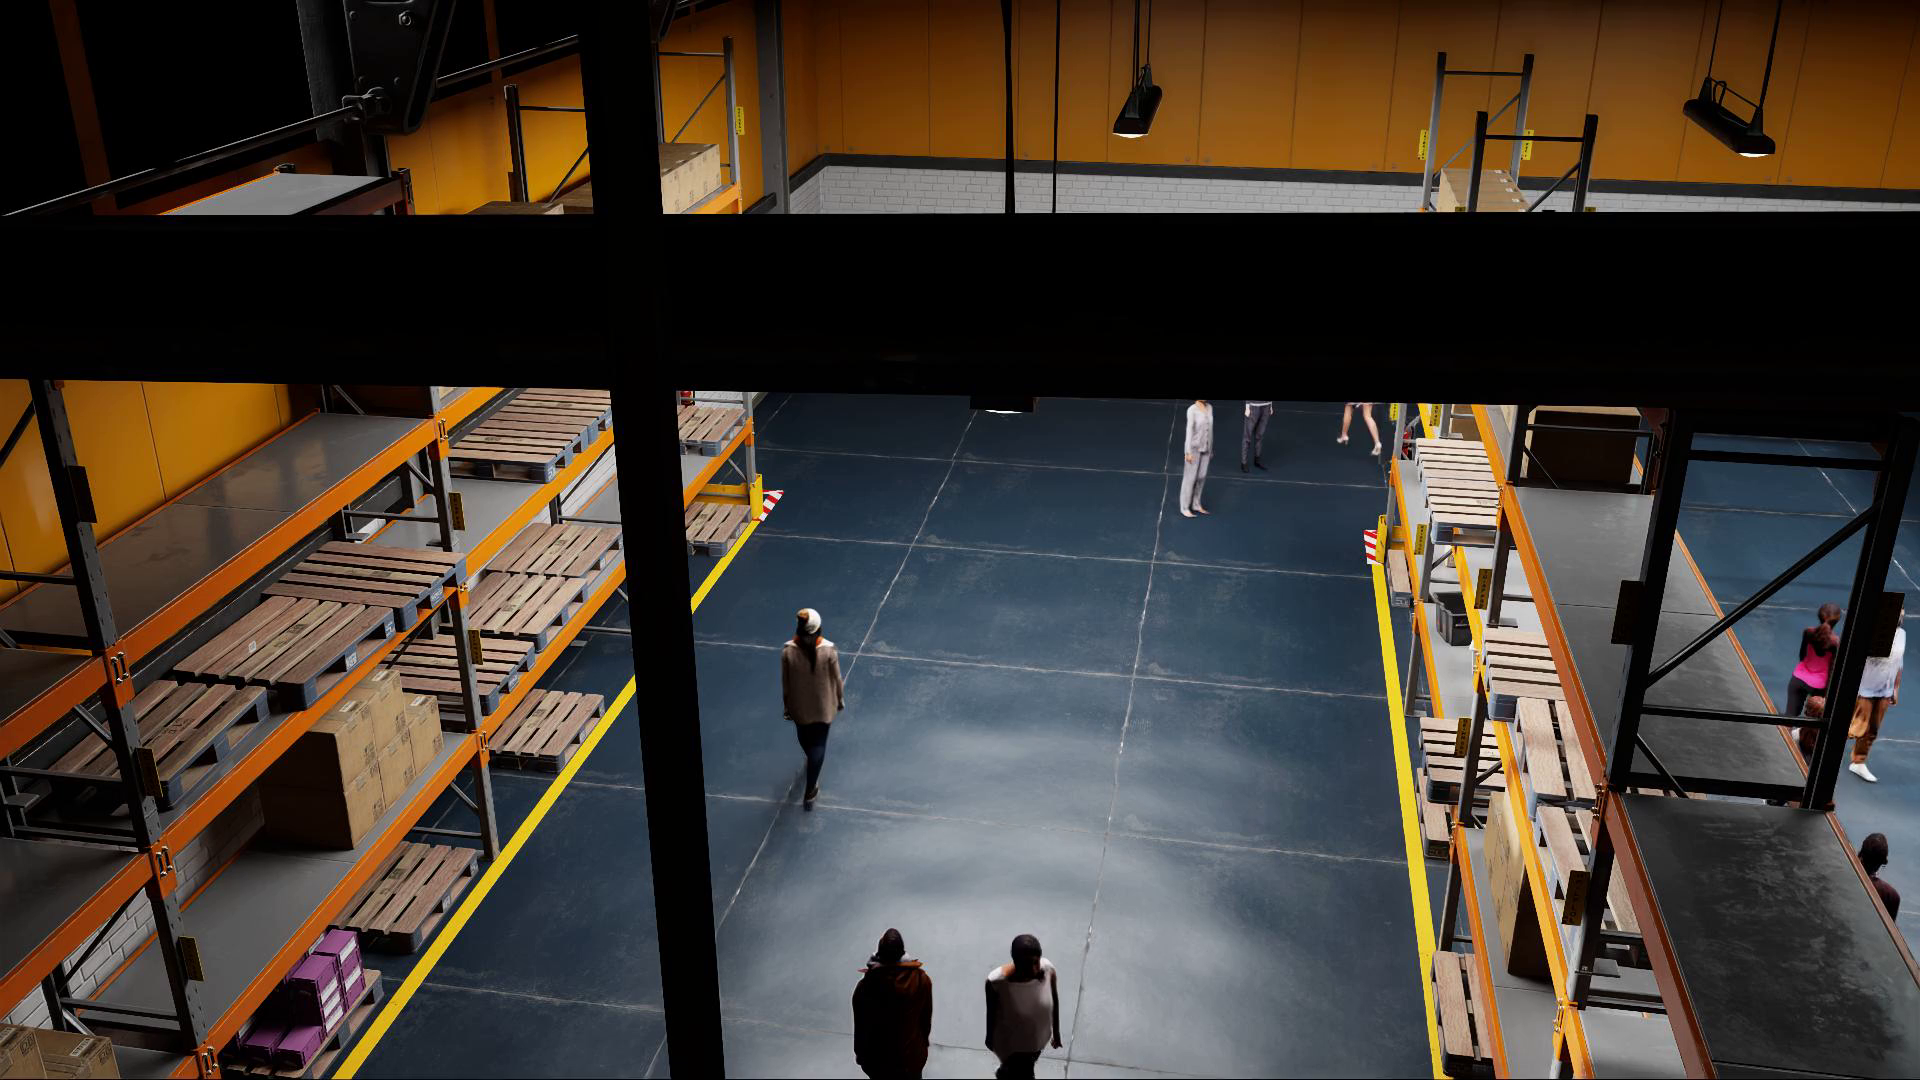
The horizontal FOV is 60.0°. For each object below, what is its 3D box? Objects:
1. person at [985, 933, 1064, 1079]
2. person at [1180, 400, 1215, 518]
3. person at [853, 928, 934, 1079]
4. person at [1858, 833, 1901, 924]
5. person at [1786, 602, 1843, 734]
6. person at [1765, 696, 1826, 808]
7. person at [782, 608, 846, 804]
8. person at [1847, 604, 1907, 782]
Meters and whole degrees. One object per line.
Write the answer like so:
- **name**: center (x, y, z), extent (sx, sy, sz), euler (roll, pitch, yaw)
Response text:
- **person**: center (0.407, 3.328, 11.260), extent (1.083, 1.652, 1.204), euler (-13, 27, -26)
- **person**: center (3.055, -1.175, 21.409), extent (0.668, 1.773, 0.732), euler (-16, 28, -33)
- **person**: center (-0.430, 3.347, 10.983), extent (0.842, 1.839, 0.876), euler (-9, 25, -19)
- **person**: center (6.289, 2.971, 11.870), extent (0.848, 1.817, 1.240), euler (10, 25, 21)
- **person**: center (7.926, 1.419, 15.616), extent (1.193, 1.661, 1.011), euler (-20, 31, -38)
- **person**: center (7.018, 2.135, 13.897), extent (0.601, 1.725, 0.616), euler (2, 24, 5)
- **person**: center (-1.376, 1.515, 15.173), extent (0.729, 1.839, 1.168), euler (3, 24, 7)
- **person**: center (8.482, 1.355, 15.567), extent (0.865, 1.817, 0.928), euler (-7, 25, -16)
